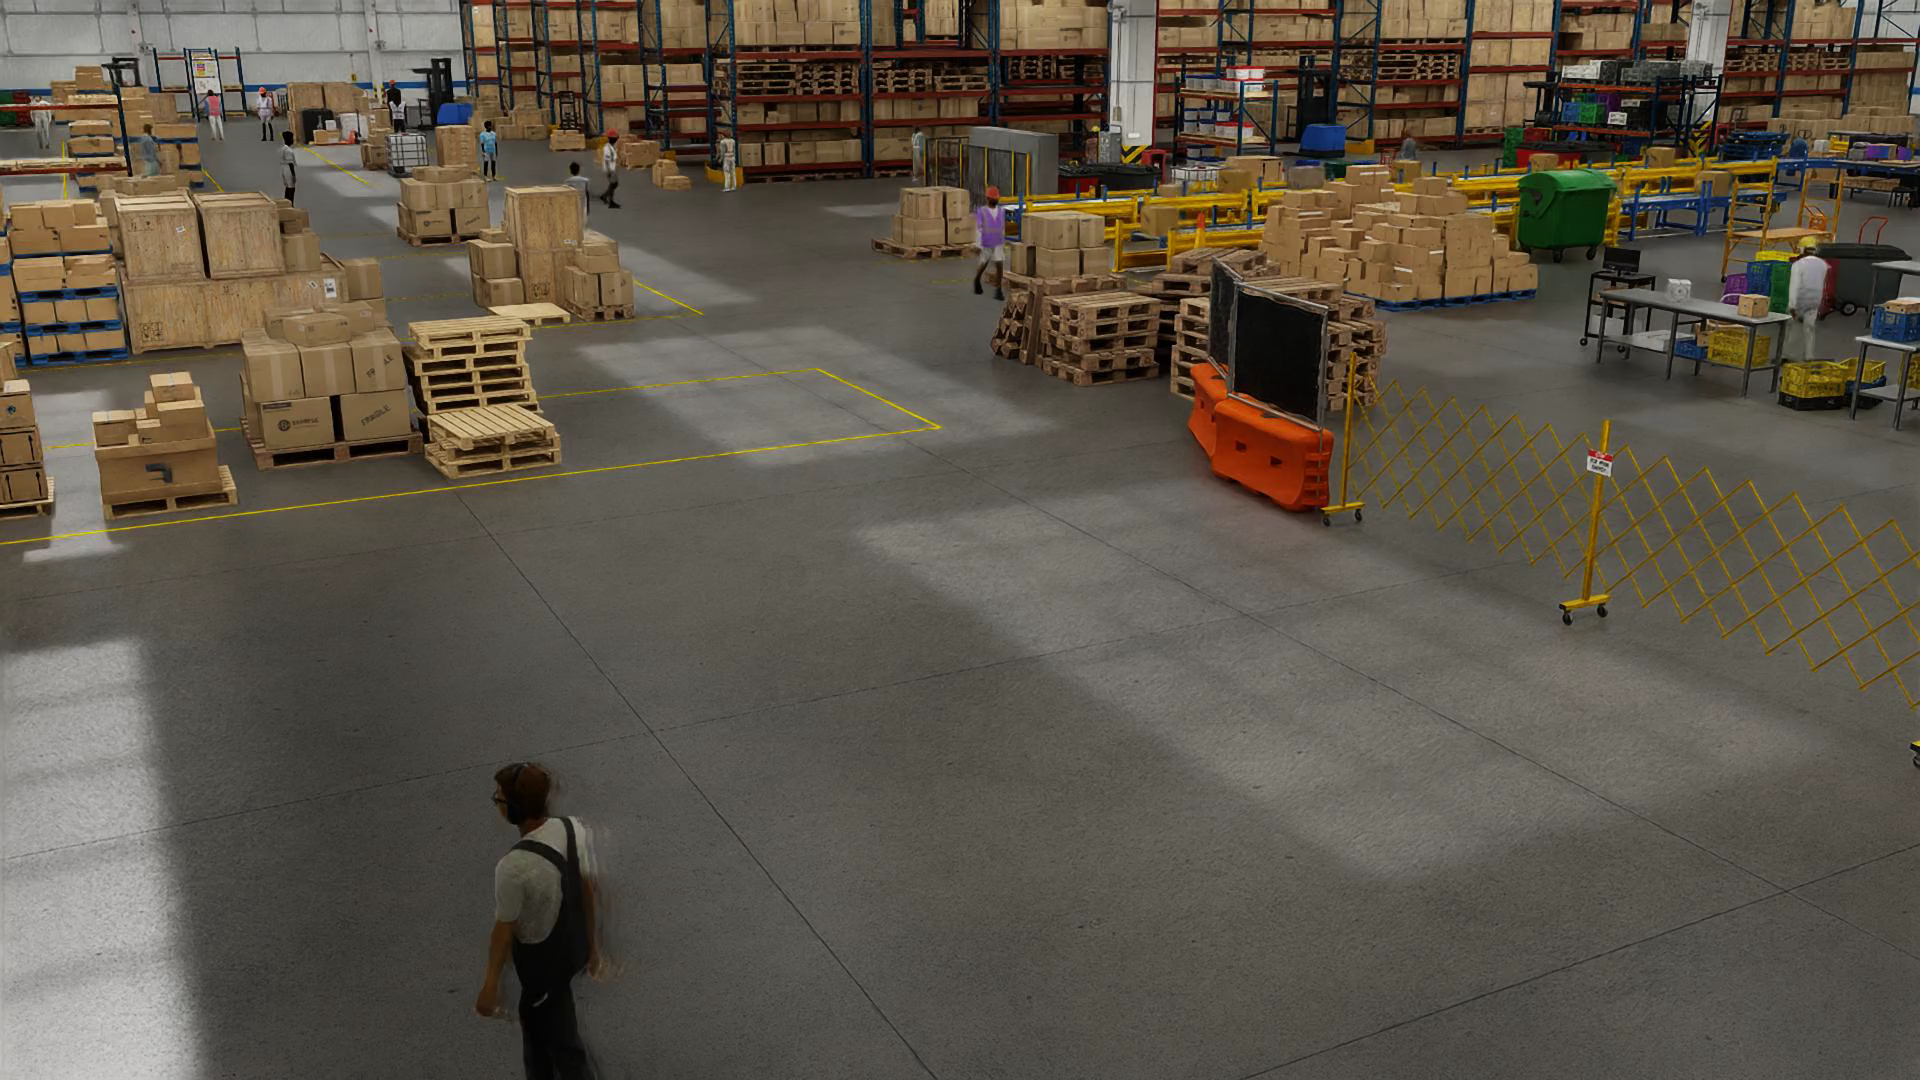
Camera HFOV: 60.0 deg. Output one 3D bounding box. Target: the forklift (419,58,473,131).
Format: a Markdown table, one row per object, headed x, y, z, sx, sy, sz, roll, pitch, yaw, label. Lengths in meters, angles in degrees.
| x | y | z | sx | sy | sz | roll | pitch | yaw | label |
| --- | --- | --- | --- | --- | --- | --- | --- | --- | --- |
| -20.382 | -17.626 | 65.786 | 1.873 | 2.768 | 1.129 | 6 | 19 | 17 | forklift |

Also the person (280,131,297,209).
| x | y | z | sx | sy | sz | roll | pitch | yaw | label |
| --- | --- | --- | --- | --- | --- | --- | --- | --- | --- |
| -15.923 | -8.717 | 39.507 | 0.382 | 1.958 | 0.606 | -12 | 21 | -33 | person |

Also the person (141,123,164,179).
| x | y | z | sx | sy | sz | roll | pitch | yaw | label |
| --- | --- | --- | --- | --- | --- | --- | --- | --- | --- |
| -20.649 | -9.708 | 42.689 | 0.963 | 1.898 | 0.664 | -10 | 20 | -28 | person |

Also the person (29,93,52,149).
| x | y | z | sx | sy | sz | roll | pitch | yaw | label |
| --- | --- | --- | --- | --- | --- | --- | --- | --- | --- |
| -31.876 | -14.534 | 57.725 | 0.638 | 1.905 | 0.885 | -9 | 20 | -27 | person |

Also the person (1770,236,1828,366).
| x | y | z | sx | sy | sz | roll | pitch | yaw | label |
| --- | --- | --- | --- | --- | --- | --- | --- | --- | --- |
| 11.462 | -3.216 | 22.620 | 0.585 | 1.786 | 0.710 | -3 | 18 | -10 | person |

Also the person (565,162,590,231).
| x | y | z | sx | sy | sz | roll | pitch | yaw | label |
| --- | --- | --- | --- | --- | --- | --- | --- | --- | --- |
| -7.588 | -6.601 | 33.141 | 0.511 | 1.832 | 0.987 | -8 | 19 | -24 | person |

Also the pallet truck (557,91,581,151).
| x | y | z | sx | sy | sz | roll | pitch | yaw | label |
| --- | --- | --- | --- | --- | --- | --- | --- | --- | --- |
| -13.495 | -14.412 | 57.188 | 0.823 | 1.965 | 1.885 | -3 | 18 | -9 | pallet truck |

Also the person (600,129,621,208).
| x | y | z | sx | sy | sz | roll | pitch | yaw | label |
| --- | --- | --- | --- | --- | --- | --- | --- | --- | --- |
| -8.550 | -9.089 | 40.721 | 0.514 | 1.915 | 0.576 | 2 | 18 | 5 | person |

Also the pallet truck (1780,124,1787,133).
| x | y | z | sx | sy | sz | roll | pitch | yaw | label |
| --- | --- | --- | --- | --- | --- | --- | --- | --- | --- |
| 25.206 | -12.542 | 52.601 | 1.601 | 1.201 | 0.680 | 0 | 18 | -2 | pallet truck |

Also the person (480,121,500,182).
| x | y | z | sx | sy | sz | roll | pitch | yaw | label |
| --- | --- | --- | --- | --- | --- | --- | --- | --- | --- |
| -13.295 | -10.980 | 46.988 | 0.322 | 1.691 | 0.532 | 14 | 23 | 38 | person |

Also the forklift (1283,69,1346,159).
| x | y | z | sx | sy | sz | roll | pitch | yaw | label |
| --- | --- | --- | --- | --- | --- | --- | --- | --- | --- |
| 11.615 | -13.871 | 54.079 | 1.129 | 2.768 | 1.873 | -9 | 20 | -27 | forklift |

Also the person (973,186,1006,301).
| x | y | z | sx | sy | sz | roll | pitch | yaw | label |
| --- | --- | --- | --- | --- | --- | --- | --- | --- | --- |
| 0.490 | -5.048 | 28.171 | 0.551 | 1.903 | 0.931 | -7 | 19 | -22 | person |

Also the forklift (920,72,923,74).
| x | y | z | sx | sy | sz | roll | pitch | yaw | label |
| --- | --- | --- | --- | --- | --- | --- | --- | --- | --- |
| -1.395 | -13.233 | 52.088 | 1.873 | 2.768 | 1.129 | -9 | 20 | -26 | forklift |

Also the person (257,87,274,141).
| x | y | z | sx | sy | sz | roll | pitch | yaw | label |
| --- | --- | --- | --- | --- | --- | --- | --- | --- | --- |
| -25.569 | -15.667 | 61.212 | 0.543 | 1.928 | 0.372 | -1 | 18 | -4 | person |

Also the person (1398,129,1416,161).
| x | y | z | sx | sy | sz | roll | pitch | yaw | label |
| --- | --- | --- | --- | --- | --- | --- | --- | --- | --- |
| 12.151 | -10.348 | 45.149 | 0.601 | 1.587 | 0.520 | 14 | 22 | 37 | person |

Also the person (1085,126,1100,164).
| x | y | z | sx | sy | sz | roll | pitch | yaw | label |
| --- | --- | --- | --- | --- | --- | --- | --- | --- | --- |
| 3.543 | -9.984 | 43.755 | 0.533 | 1.768 | 0.311 | 15 | 23 | 39 | person |

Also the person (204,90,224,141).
| x | y | z | sx | sy | sz | roll | pitch | yaw | label |
| --- | --- | --- | --- | --- | --- | --- | --- | --- | --- |
| -27.603 | -15.716 | 61.518 | 0.430 | 1.837 | 0.620 | 15 | 23 | 39 | person |

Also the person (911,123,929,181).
| x | y | z | sx | sy | sz | roll | pitch | yaw | label |
| --- | --- | --- | --- | --- | --- | --- | --- | --- | --- |
| -1.165 | -10.976 | 47.081 | 0.439 | 1.625 | 0.517 | -9 | 20 | -27 | person |

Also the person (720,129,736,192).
| x | y | z | sx | sy | sz | roll | pitch | yaw | label |
| --- | --- | --- | --- | --- | --- | --- | --- | --- | --- |
| -6.188 | -10.130 | 44.415 | 0.307 | 1.641 | 0.512 | 14 | 23 | 37 | person |

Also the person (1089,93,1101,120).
| x | y | z | sx | sy | sz | roll | pitch | yaw | label |
| --- | --- | --- | --- | --- | --- | --- | --- | --- | --- |
| 5.131 | -16.201 | 62.783 | 0.604 | 2.004 | 1.052 | -3 | 18 | -10 | person |

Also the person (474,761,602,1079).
| x | y | z | sx | sy | sz | roll | pitch | yaw | label |
| --- | --- | --- | --- | --- | --- | --- | --- | --- | --- |
| -1.830 | 1.774 | 7.007 | 0.771 | 1.815 | 0.521 | 5 | 18 | 15 | person |

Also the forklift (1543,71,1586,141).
| x | y | z | sx | sy | sz | roll | pitch | yaw | label |
| --- | --- | --- | --- | --- | --- | --- | --- | --- | --- |
| 18.685 | -13.231 | 52.085 | 1.873 | 2.768 | 1.129 | -9 | 20 | -26 | forklift |

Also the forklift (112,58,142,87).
| x | y | z | sx | sy | sz | roll | pitch | yaw | label |
| --- | --- | --- | --- | --- | --- | --- | --- | --- | --- |
| -32.978 | -17.738 | 66.135 | 1.129 | 2.768 | 1.873 | -1 | 18 | -2 | forklift |

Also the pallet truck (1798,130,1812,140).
| x | y | z | sx | sy | sz | roll | pitch | yaw | label |
| --- | --- | --- | --- | --- | --- | --- | --- | --- | --- |
| 25.526 | -11.556 | 49.408 | 1.630 | 1.274 | 0.653 | -9 | 20 | -26 | pallet truck |

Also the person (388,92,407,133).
| x | y | z | sx | sy | sz | roll | pitch | yaw | label |
| --- | --- | --- | --- | --- | --- | --- | --- | --- | --- |
| -19.675 | -14.718 | 58.287 | 0.592 | 1.910 | 0.386 | -6 | 19 | -18 | person |

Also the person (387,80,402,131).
| x | y | z | sx | sy | sz | roll | pitch | yaw | label |
| --- | --- | --- | --- | --- | --- | --- | --- | --- | --- |
| -22.438 | -17.236 | 65.998 | 0.378 | 1.995 | 0.612 | 15 | 23 | 38 | person |
